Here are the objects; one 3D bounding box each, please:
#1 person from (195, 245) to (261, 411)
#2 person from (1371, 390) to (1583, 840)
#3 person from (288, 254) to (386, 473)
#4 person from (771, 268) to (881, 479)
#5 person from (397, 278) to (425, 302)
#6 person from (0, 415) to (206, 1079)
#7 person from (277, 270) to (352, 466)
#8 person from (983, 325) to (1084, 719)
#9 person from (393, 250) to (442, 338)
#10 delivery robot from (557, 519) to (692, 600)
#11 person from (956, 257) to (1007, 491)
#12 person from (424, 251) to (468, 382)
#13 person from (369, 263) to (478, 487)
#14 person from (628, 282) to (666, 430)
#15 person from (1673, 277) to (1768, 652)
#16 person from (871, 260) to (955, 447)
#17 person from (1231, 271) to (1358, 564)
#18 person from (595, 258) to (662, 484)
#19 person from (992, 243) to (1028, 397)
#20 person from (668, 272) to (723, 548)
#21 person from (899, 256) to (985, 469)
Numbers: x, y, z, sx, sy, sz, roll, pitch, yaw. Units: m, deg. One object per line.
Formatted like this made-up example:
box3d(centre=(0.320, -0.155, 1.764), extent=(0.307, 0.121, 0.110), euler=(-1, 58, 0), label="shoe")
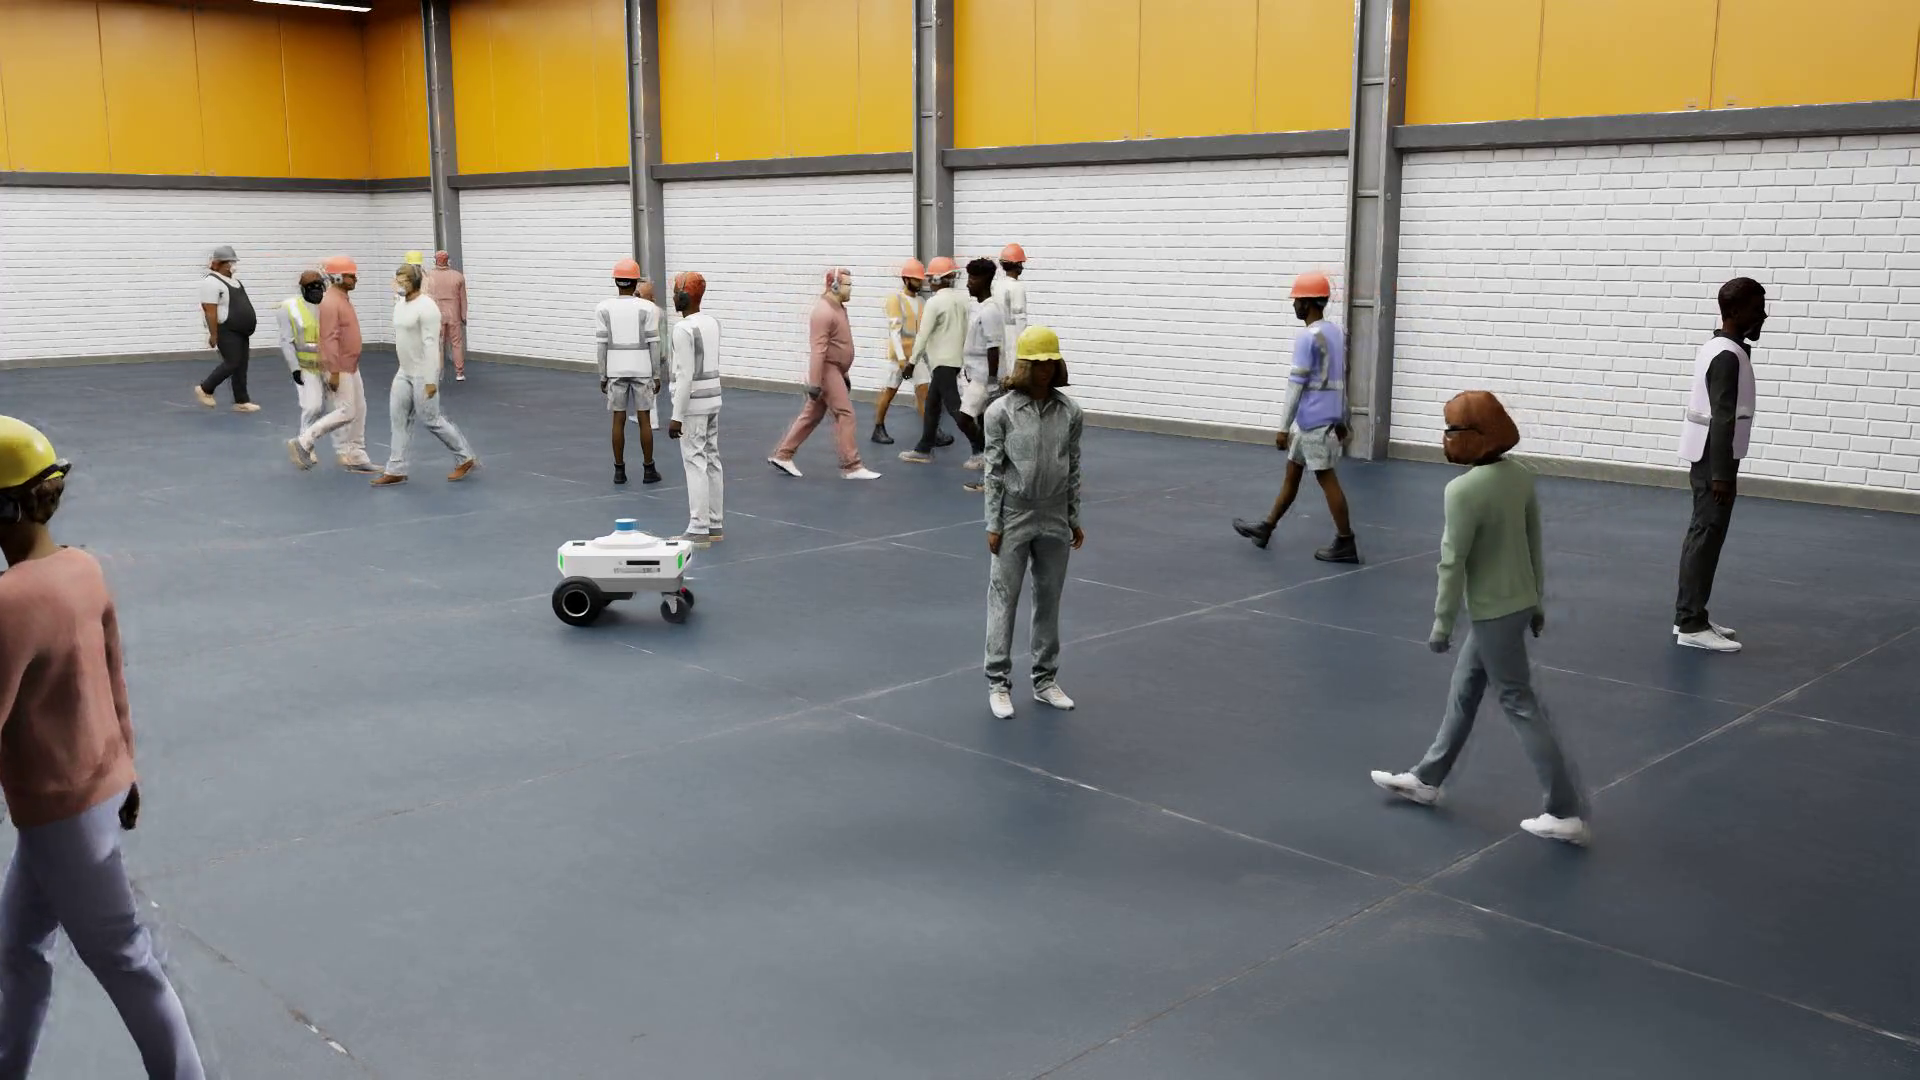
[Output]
box3d(centre=(-8.836, -2.554, 20.073), extent=(0.662, 2.000, 0.691), euler=(0, 10, 1), label="person")
box3d(centre=(1.915, 0.258, 5.960), extent=(0.810, 1.583, 0.508), euler=(9, 13, 39), label="person")
box3d(centre=(-5.556, -1.539, 14.743), extent=(0.692, 1.976, 0.625), euler=(-1, 10, -7), label="person")
box3d(centre=(-1.216, -1.451, 14.575), extent=(0.972, 1.863, 0.643), euler=(0, 10, 2), label="person")
box3d(centre=(-7.212, -2.710, 22.017), extent=(0.523, 1.638, 0.310), euler=(5, 12, 25), label="person")
box3d(centre=(-2.130, 0.594, 3.730), extent=(0.817, 1.732, 0.535), euler=(-2, 11, -11), label="person")
box3d(centre=(-5.878, -1.564, 15.268), extent=(0.637, 1.818, 0.452), euler=(-8, 13, -38), label="person")
box3d(centre=(0.340, -0.082, 7.403), extent=(0.487, 1.743, 0.315), euler=(-5, 11, -24), label="person")
box3d(centre=(-7.426, -2.991, 22.769), extent=(0.601, 1.926, 0.370), euler=(-10, 14, -42), label="person")
box3d(centre=(-1.858, 0.125, 9.262), extent=(0.707, 0.478, 0.477), euler=(0, 10, -1), label="delivery robot")
box3d(centre=(0.173, -1.357, 13.778), extent=(0.425, 1.946, 0.613), euler=(1, 10, 4), label="person")
box3d(centre=(-7.526, -3.263, 24.304), extent=(0.643, 1.908, 0.408), euler=(-4, 11, -22), label="person")
box3d(centre=(-4.628, -1.418, 14.253), extent=(0.642, 1.909, 0.898), euler=(10, 14, 44), label="person")
box3d(centre=(-3.561, -2.022, 18.352), extent=(0.713, 1.612, 0.523), euler=(7, 13, 35), label="person")
box3d(centre=(3.929, -0.398, 8.650), extent=(0.372, 1.916, 0.597), euler=(4, 11, 21), label="person")
box3d(centre=(-0.527, -1.881, 16.852), extent=(1.013, 1.885, 0.562), euler=(10, 14, 43), label="person")
box3d(centre=(2.224, -0.808, 10.940), extent=(0.980, 1.890, 0.573), euler=(7, 12, 32), label="person")
box3d(centre=(-2.839, -1.444, 14.302), extent=(0.542, 1.938, 0.358), euler=(0, 10, -2), label="person")
box3d(centre=(0.546, -2.019, 17.134), extent=(0.359, 2.047, 0.614), euler=(-5, 11, -23), label="person")
box3d(centre=(-1.821, -0.887, 11.411), extent=(0.355, 1.883, 0.573), euler=(3, 11, 17), label="person")
box3d(centre=(-0.096, -1.633, 15.344), extent=(1.038, 1.950, 0.603), euler=(5, 11, 24), label="person")
